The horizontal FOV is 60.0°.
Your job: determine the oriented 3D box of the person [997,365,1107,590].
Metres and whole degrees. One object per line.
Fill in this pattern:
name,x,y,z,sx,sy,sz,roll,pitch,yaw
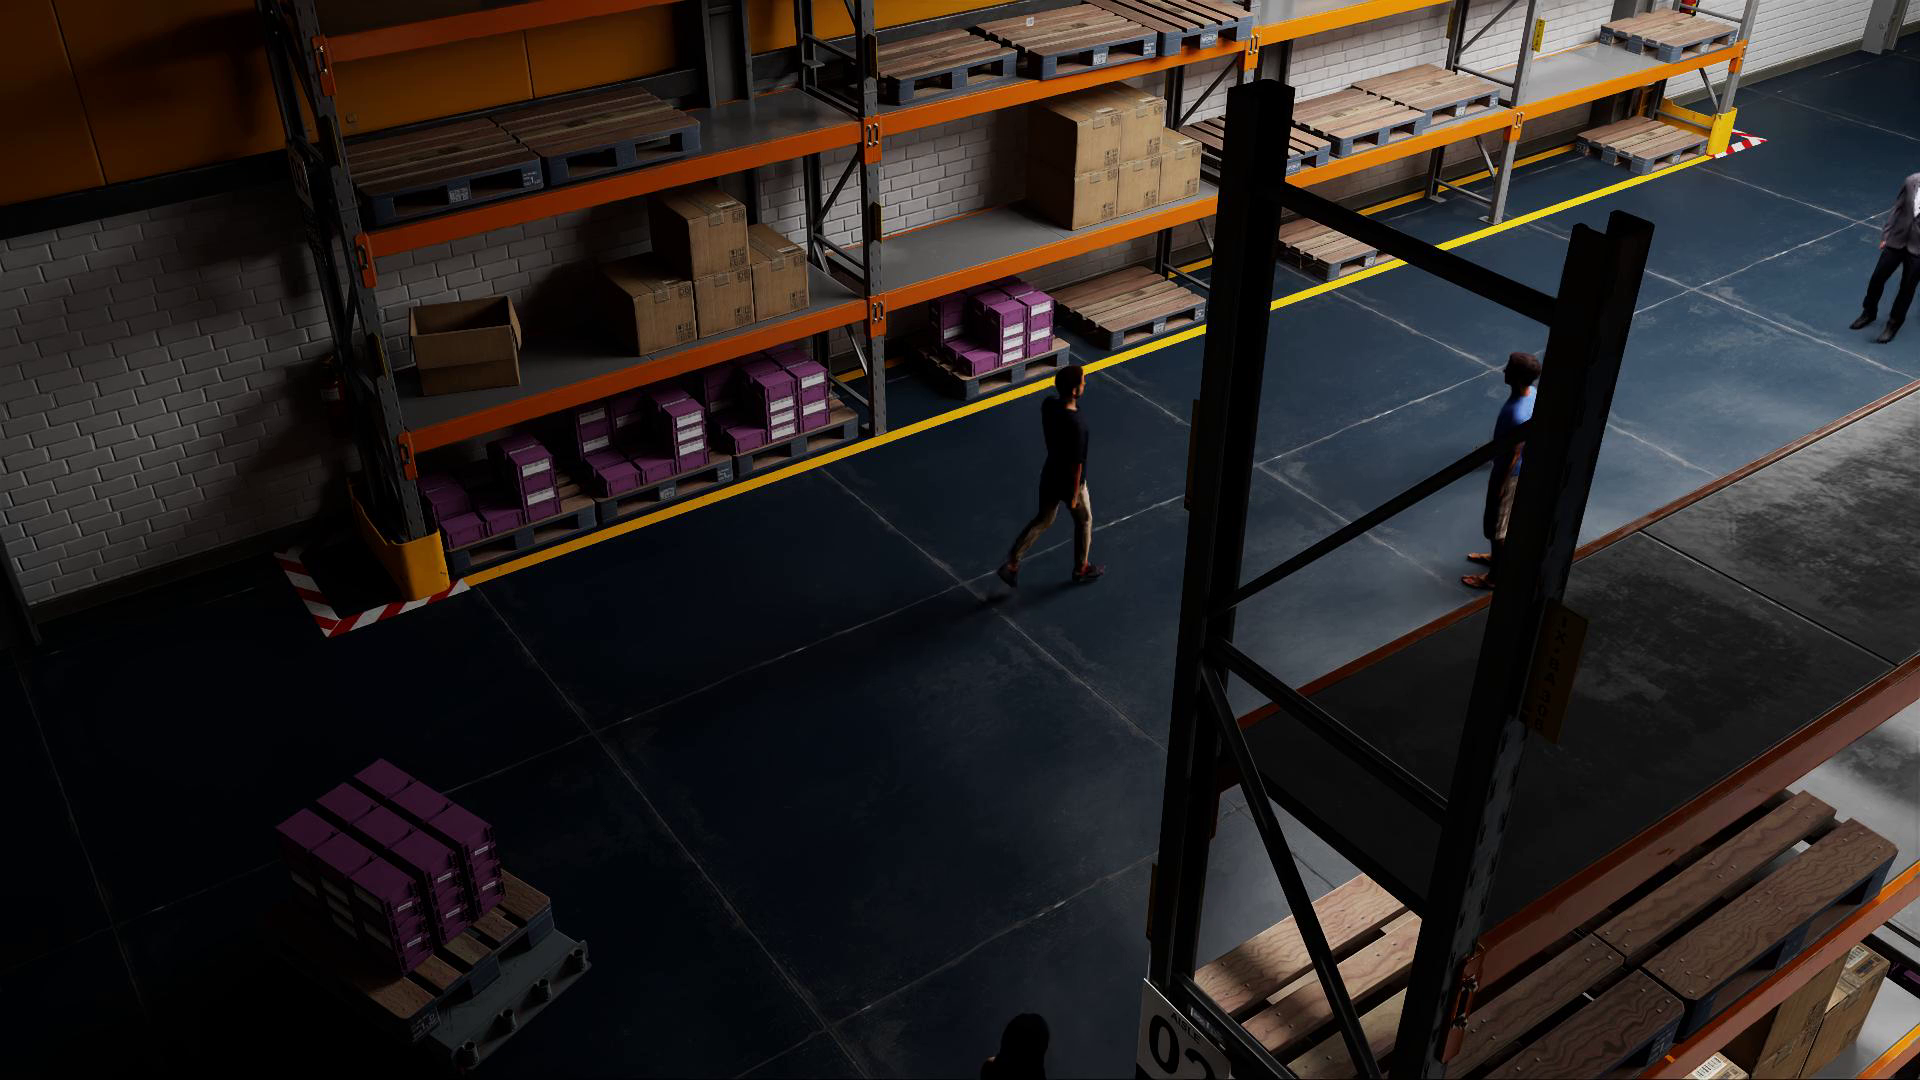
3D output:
person,0.661,-0.407,11.925,1.093,1.827,0.630,-21,39,-28

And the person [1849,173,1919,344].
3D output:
person,8.869,-2.757,15.457,0.717,1.832,0.774,-26,41,-33

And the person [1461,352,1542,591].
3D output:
person,3.978,-0.507,12.043,0.795,1.862,0.681,13,36,19
